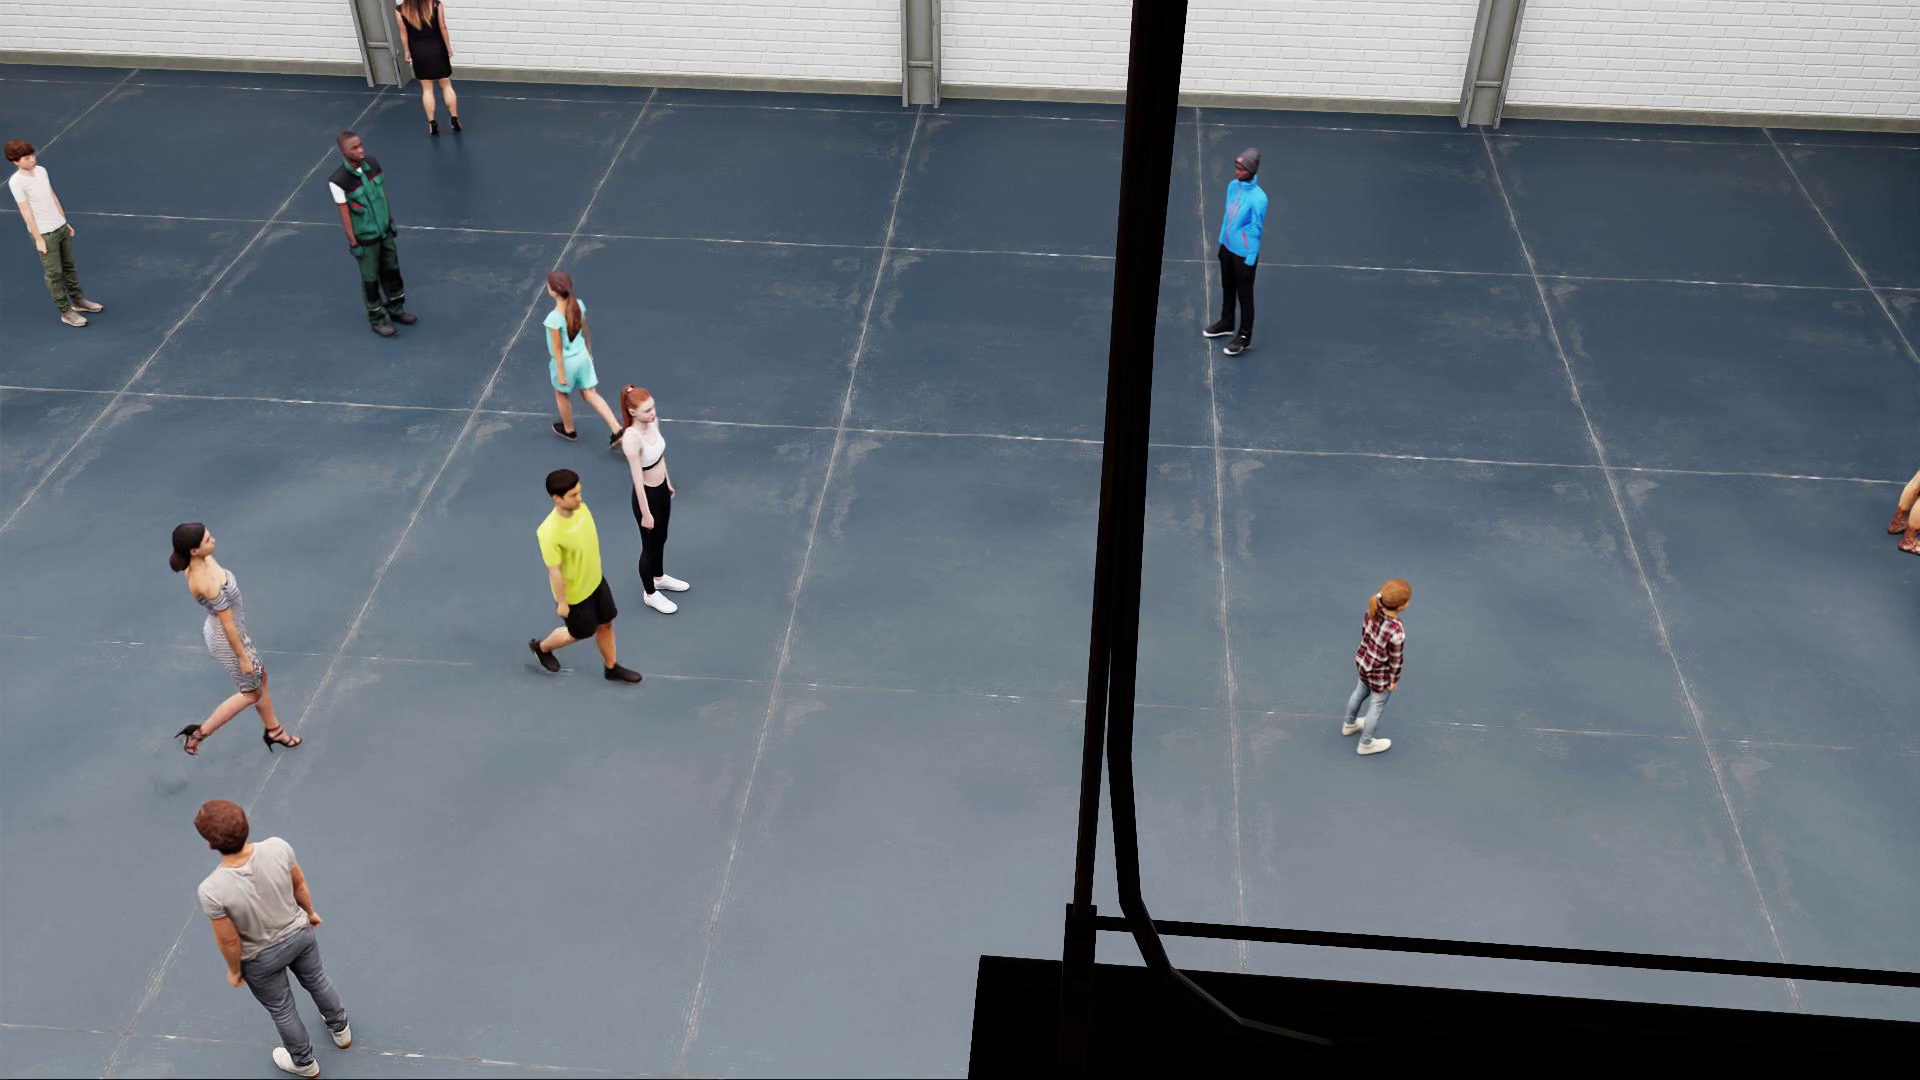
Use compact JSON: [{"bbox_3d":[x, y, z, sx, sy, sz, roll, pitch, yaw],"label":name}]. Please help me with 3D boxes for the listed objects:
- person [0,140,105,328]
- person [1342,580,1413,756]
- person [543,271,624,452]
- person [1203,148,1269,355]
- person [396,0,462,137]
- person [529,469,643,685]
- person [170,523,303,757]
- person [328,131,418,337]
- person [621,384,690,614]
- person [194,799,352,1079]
[{"bbox_3d":[-7.786,-2.640,14.199,0.555,1.655,0.583,8,39,9],"label":"person"},{"bbox_3d":[2.562,0.766,10.216,0.608,1.303,0.594,-13,40,-15],"label":"person"},{"bbox_3d":[-2.900,-1.339,12.663,1.076,1.538,0.871,24,44,27],"label":"person"},{"bbox_3d":[2.342,-2.415,13.802,0.722,1.797,0.695,-20,43,-23],"label":"person"},{"bbox_3d":[-5.446,-4.988,17.093,0.660,1.712,0.778,-10,40,-13],"label":"person"},{"bbox_3d":[-2.493,0.251,10.553,1.050,1.687,0.798,13,40,16],"label":"person"},{"bbox_3d":[-4.444,0.668,9.937,1.016,1.804,0.891,-19,42,-22],"label":"person"},{"bbox_3d":[-4.969,-2.592,13.992,0.734,1.838,0.750,17,42,20],"label":"person"},{"bbox_3d":[-2.082,-0.291,11.187,0.555,1.742,0.618,9,39,11],"label":"person"},{"bbox_3d":[-3.398,1.978,8.225,0.746,1.894,0.741,25,45,28],"label":"person"}]
